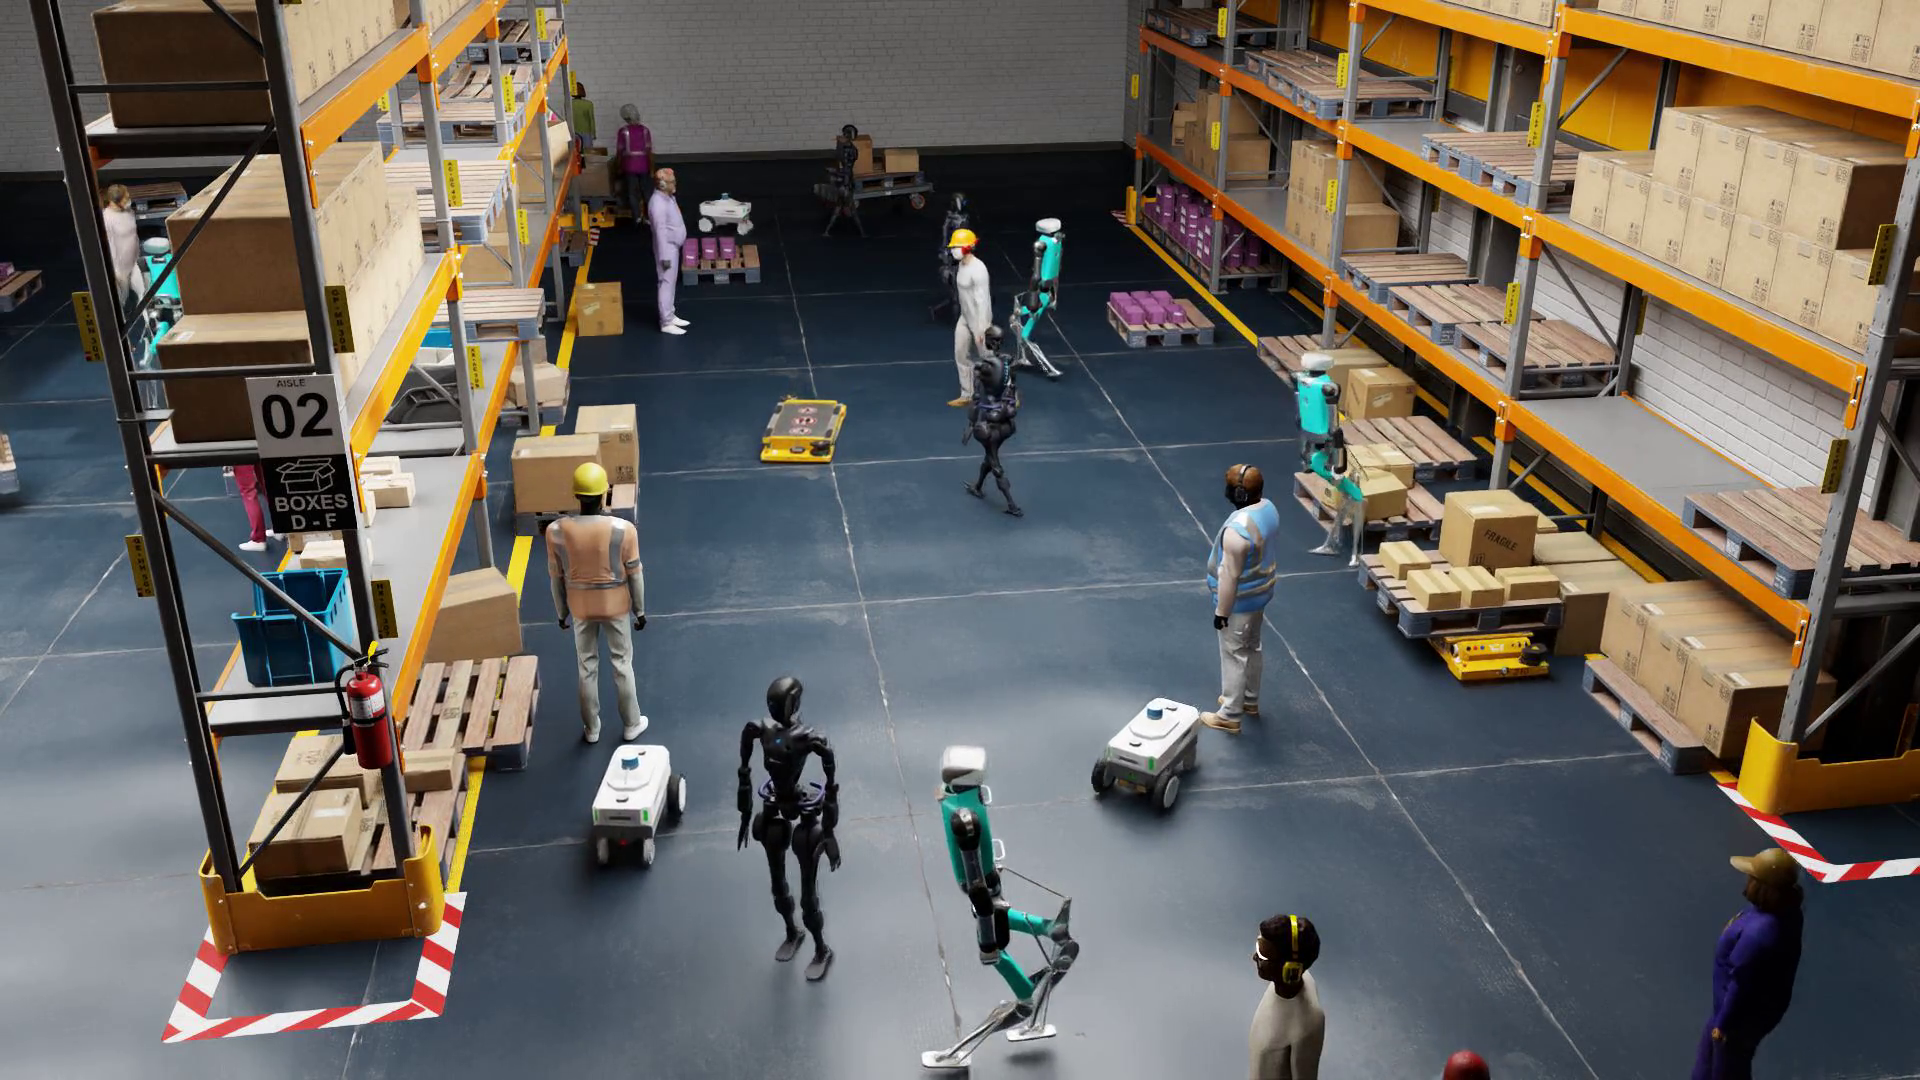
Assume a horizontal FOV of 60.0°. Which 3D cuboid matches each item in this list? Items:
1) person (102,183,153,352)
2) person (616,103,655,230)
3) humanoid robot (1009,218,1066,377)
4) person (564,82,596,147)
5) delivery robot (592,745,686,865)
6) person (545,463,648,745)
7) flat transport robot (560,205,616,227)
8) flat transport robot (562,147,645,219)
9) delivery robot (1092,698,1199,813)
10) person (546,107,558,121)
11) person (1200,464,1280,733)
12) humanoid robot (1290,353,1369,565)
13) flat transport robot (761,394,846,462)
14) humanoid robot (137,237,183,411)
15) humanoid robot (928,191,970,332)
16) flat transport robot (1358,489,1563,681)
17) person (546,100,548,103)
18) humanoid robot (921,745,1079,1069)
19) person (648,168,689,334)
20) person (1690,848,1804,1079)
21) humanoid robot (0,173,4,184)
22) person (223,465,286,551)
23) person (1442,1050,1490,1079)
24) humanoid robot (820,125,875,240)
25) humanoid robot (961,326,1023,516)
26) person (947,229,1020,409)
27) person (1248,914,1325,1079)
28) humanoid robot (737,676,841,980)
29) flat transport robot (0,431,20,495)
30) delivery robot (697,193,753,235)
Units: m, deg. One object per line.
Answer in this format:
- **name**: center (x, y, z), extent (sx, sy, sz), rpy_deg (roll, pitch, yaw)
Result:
- **person**: center (-9.196, -3.007, 18.510), extent (0.921, 1.882, 0.691), rpy_deg (4, 24, 10)
- **person**: center (-4.681, -5.388, 24.031), extent (0.540, 1.820, 0.698), rpy_deg (-13, 27, -27)
- **humanoid robot**: center (0.764, -2.575, 17.715), extent (0.991, 1.738, 0.554), rpy_deg (15, 28, 30)
- **person**: center (-6.161, -6.610, 27.051), extent (0.496, 1.625, 0.285), rpy_deg (2, 24, 5)
- **delivery robot**: center (-1.933, 1.527, 9.865), extent (0.499, 0.613, 0.814), rpy_deg (0, 24, 1)
- **person**: center (-2.308, 0.418, 10.664), extent (0.590, 1.926, 0.363), rpy_deg (-1, 24, -2)
- **flat transport robot**: center (-5.808, -4.739, 24.474), extent (1.431, 0.231, 0.659), rpy_deg (-4, 24, -8)
- **flat transport robot**: center (-5.293, -4.995, 25.057), extent (1.431, 0.231, 0.659), rpy_deg (0, 24, 1)
- **delivery robot**: center (1.201, 1.289, 10.366), extent (0.499, 0.580, 0.769), rpy_deg (14, 27, 29)
- **person**: center (-6.320, -5.810, 24.963), extent (0.622, 1.841, 0.431), rpy_deg (-3, 24, -6)
- **person**: center (1.827, 0.374, 10.889), extent (0.432, 1.836, 0.616), rpy_deg (13, 27, 27)
- **humanoid robot**: center (3.058, -0.666, 13.367), extent (0.802, 1.778, 0.627), rpy_deg (-11, 26, -24)
- **flat transport robot**: center (-1.504, -1.083, 16.145), extent (0.659, 0.231, 1.431), rpy_deg (1, 24, 2)
- **humanoid robot**: center (-8.011, -2.078, 16.651), extent (0.530, 1.780, 1.028), rpy_deg (3, 24, 6)
- **humanoid robot**: center (-0.135, -3.249, 19.346), extent (0.641, 1.630, 0.600), rpy_deg (13, 27, 27)
- **flat transport robot**: center (3.715, 0.612, 12.283), extent (0.659, 0.231, 1.431), rpy_deg (-3, 24, -8)
- **person**: center (-6.411, -5.966, 25.439), extent (0.542, 1.731, 0.568), rpy_deg (16, 28, 32)
- **humanoid robot**: center (0.256, 1.756, 7.870), extent (0.913, 1.758, 0.536), rpy_deg (-2, 24, -5)
- **person**: center (-3.368, -3.357, 19.291), extent (0.406, 1.905, 0.650), rpy_deg (0, 24, -1)
- **person**: center (3.518, 2.072, 7.300), extent (0.696, 1.602, 0.457), rpy_deg (19, 30, 36)
- **humanoid robot**: center (-14.318, -5.383, 24.256), extent (0.592, 1.650, 0.681), rpy_deg (-10, 26, -22)
- **person**: center (-5.814, -0.706, 13.584), extent (0.276, 1.633, 0.506), rpy_deg (9, 25, 20)
- **person**: center (1.881, 2.516, 6.157), extent (0.642, 1.719, 0.698), rpy_deg (7, 25, 16)
- **humanoid robot**: center (-1.612, -5.044, 23.491), extent (0.802, 1.627, 0.589), rpy_deg (1, 24, 1)
- **humanoid robot**: center (0.263, -1.046, 14.373), extent (0.786, 1.628, 0.612), rpy_deg (21, 31, 39)
- **person**: center (0.244, -2.234, 16.810), extent (0.727, 1.856, 0.595), rpy_deg (-11, 26, -23)
- **person**: center (1.226, 2.258, 6.541), extent (0.329, 1.873, 0.512), rpy_deg (0, 24, -1)
- **humanoid robot**: center (-0.885, 1.477, 8.556), extent (0.599, 1.654, 0.440), rpy_deg (9, 25, 19)
- **flat transport robot**: center (-8.888, -0.371, 14.523), extent (0.659, 0.231, 1.431), rpy_deg (-14, 27, -28)
- **delivery robot**: center (-3.403, -4.710, 24.059), extent (0.802, 0.601, 0.499), rpy_deg (4, 24, 10)
